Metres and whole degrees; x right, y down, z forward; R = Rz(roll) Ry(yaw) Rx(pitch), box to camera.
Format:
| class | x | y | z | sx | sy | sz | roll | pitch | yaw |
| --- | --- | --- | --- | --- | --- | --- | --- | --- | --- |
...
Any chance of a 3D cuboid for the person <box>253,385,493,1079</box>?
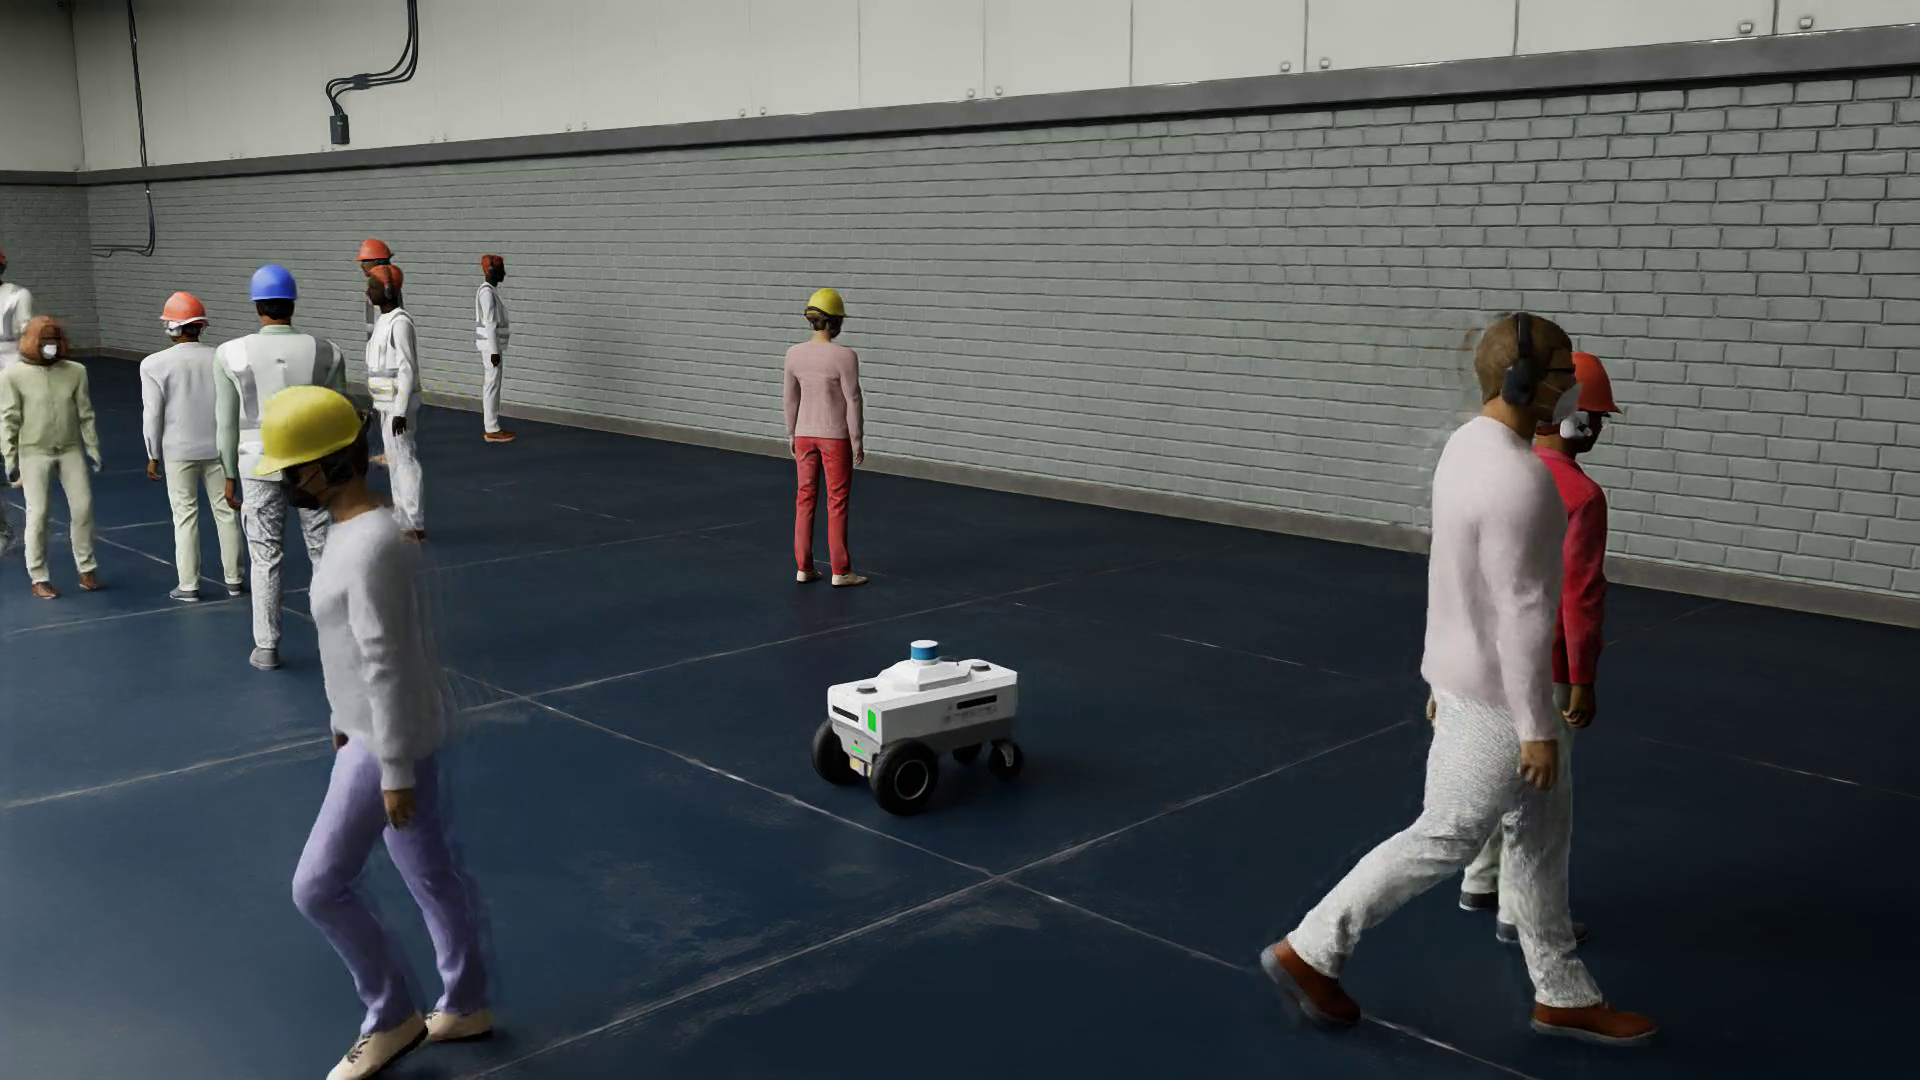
| class | x | y | z | sx | sy | sz | roll | pitch | yaw |
| --- | --- | --- | --- | --- | --- | --- | --- | --- | --- |
| person | -1.411 | 0.489 | 4.024 | 0.550 | 1.726 | 0.642 | -4 | 11 | -21 |

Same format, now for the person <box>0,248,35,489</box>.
| class | x | y | z | sx | sy | sz | roll | pitch | yaw |
| --- | --- | --- | --- | --- | --- | --- | --- | --- | --- |
| person | -7.864 | -1.423 | 13.605 | 0.615 | 2.040 | 0.395 | 0 | 10 | 2 |

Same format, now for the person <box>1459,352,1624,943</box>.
| class | x | y | z | sx | sy | sz | roll | pitch | yaw |
| --- | --- | --- | --- | --- | --- | --- | --- | --- | --- |
| person | 1.736 | 0.319 | 4.918 | 0.354 | 1.743 | 0.567 | -2 | 11 | -11 |

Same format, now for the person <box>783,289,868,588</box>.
| class | x | y | z | sx | sy | sz | roll | pitch | yaw |
| --- | --- | --- | --- | --- | --- | --- | --- | --- | --- |
| person | -0.791 | -0.599 | 9.864 | 0.535 | 1.766 | 0.318 | 6 | 12 | 29 |

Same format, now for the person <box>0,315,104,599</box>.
| class | x | y | z | sx | sy | sz | roll | pitch | yaw |
| --- | --- | --- | --- | --- | --- | --- | --- | --- | --- |
| person | -5.236 | -0.480 | 9.595 | 0.327 | 1.624 | 0.534 | 7 | 13 | 35 |

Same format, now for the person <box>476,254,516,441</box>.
| class | x | y | z | sx | sy | sz | roll | pitch | yaw |
| --- | --- | --- | --- | --- | --- | --- | --- | --- | --- |
| person | -4.723 | -1.942 | 16.858 | 0.340 | 1.883 | 0.585 | -3 | 11 | -15 |

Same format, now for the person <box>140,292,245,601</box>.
| class | x | y | z | sx | sy | sz | roll | pitch | yaw |
| --- | --- | --- | --- | --- | --- | --- | --- | --- | --- |
| person | -4.365 | -0.531 | 9.508 | 0.572 | 1.755 | 0.319 | -9 | 14 | -41 |

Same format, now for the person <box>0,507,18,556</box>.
| class | x | y | z | sx | sy | sz | roll | pitch | yaw |
| --- | --- | --- | --- | --- | --- | --- | --- | --- | --- |
| person | -6.252 | -0.672 | 10.431 | 0.486 | 1.701 | 0.881 | 2 | 11 | 10 |

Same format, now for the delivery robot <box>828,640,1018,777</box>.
| class | x | y | z | sx | sy | sz | roll | pitch | yaw |
| --- | --- | --- | --- | --- | --- | --- | --- | --- | --- |
| delivery robot | -0.130 | 0.620 | 6.246 | 0.707 | 0.478 | 0.477 | -7 | 12 | -35 |

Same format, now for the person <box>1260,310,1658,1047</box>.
| class | x | y | z | sx | sy | sz | roll | pitch | yaw |
| --- | --- | --- | --- | --- | --- | --- | --- | --- | --- |
| person | 1.289 | 0.370 | 4.227 | 0.970 | 1.909 | 0.635 | 2 | 11 | 12 |

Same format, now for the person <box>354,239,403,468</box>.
| class | x | y | z | sx | sy | sz | roll | pitch | yaw |
| --- | --- | --- | --- | --- | --- | --- | --- | --- | --- |
| person | -5.174 | -1.664 | 14.912 | 0.392 | 2.041 | 0.615 | -7 | 12 | -32 |

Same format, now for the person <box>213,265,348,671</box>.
| class | x | y | z | sx | sy | sz | roll | pitch | yaw |
| --- | --- | --- | --- | --- | --- | --- | --- | --- | --- |
| person | -3.251 | -0.346 | 8.029 | 0.603 | 1.938 | 0.425 | -6 | 12 | -28 |

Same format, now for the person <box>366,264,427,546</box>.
| class | x | y | z | sx | sy | sz | roll | pitch | yaw |
| --- | --- | --- | --- | --- | --- | --- | --- | --- | --- |
| person | -3.794 | -0.894 | 11.148 | 0.356 | 1.884 | 0.574 | -6 | 12 | -30 |
